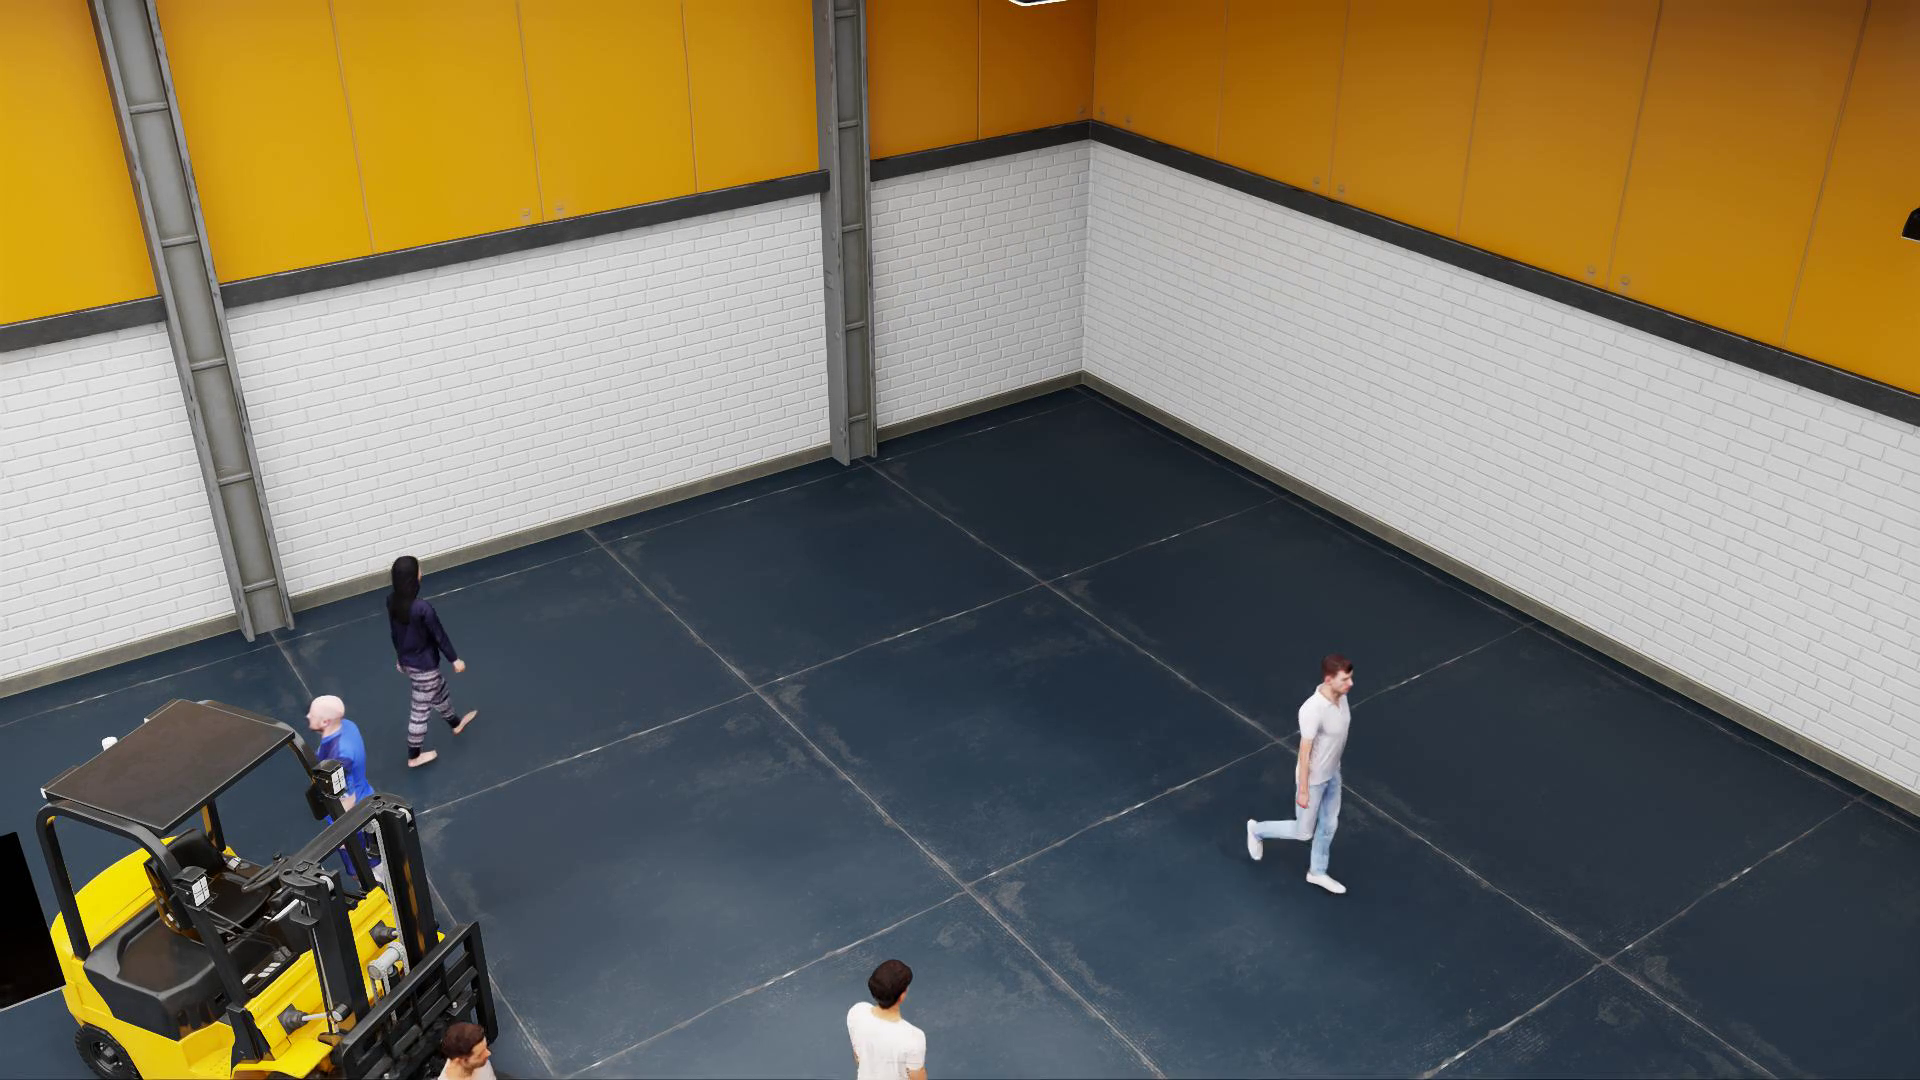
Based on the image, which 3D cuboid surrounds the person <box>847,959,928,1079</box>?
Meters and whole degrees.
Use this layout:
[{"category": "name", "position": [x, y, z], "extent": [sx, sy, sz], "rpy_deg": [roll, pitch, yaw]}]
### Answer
[{"category": "person", "position": [-0.415, 2.937, 8.693], "extent": [0.718, 1.711, 0.728], "rpy_deg": [14, 32, 24]}]

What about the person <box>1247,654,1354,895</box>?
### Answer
[{"category": "person", "position": [2.310, 1.542, 11.125], "extent": [0.869, 1.832, 0.980], "rpy_deg": [23, 36, 35]}]

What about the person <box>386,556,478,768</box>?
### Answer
[{"category": "person", "position": [-4.070, 0.947, 12.350], "extent": [0.825, 1.703, 1.040], "rpy_deg": [20, 34, 32]}]

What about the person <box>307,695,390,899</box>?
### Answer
[{"category": "person", "position": [-3.917, 1.762, 10.710], "extent": [0.696, 1.842, 0.740], "rpy_deg": [-7, 29, -13]}]
